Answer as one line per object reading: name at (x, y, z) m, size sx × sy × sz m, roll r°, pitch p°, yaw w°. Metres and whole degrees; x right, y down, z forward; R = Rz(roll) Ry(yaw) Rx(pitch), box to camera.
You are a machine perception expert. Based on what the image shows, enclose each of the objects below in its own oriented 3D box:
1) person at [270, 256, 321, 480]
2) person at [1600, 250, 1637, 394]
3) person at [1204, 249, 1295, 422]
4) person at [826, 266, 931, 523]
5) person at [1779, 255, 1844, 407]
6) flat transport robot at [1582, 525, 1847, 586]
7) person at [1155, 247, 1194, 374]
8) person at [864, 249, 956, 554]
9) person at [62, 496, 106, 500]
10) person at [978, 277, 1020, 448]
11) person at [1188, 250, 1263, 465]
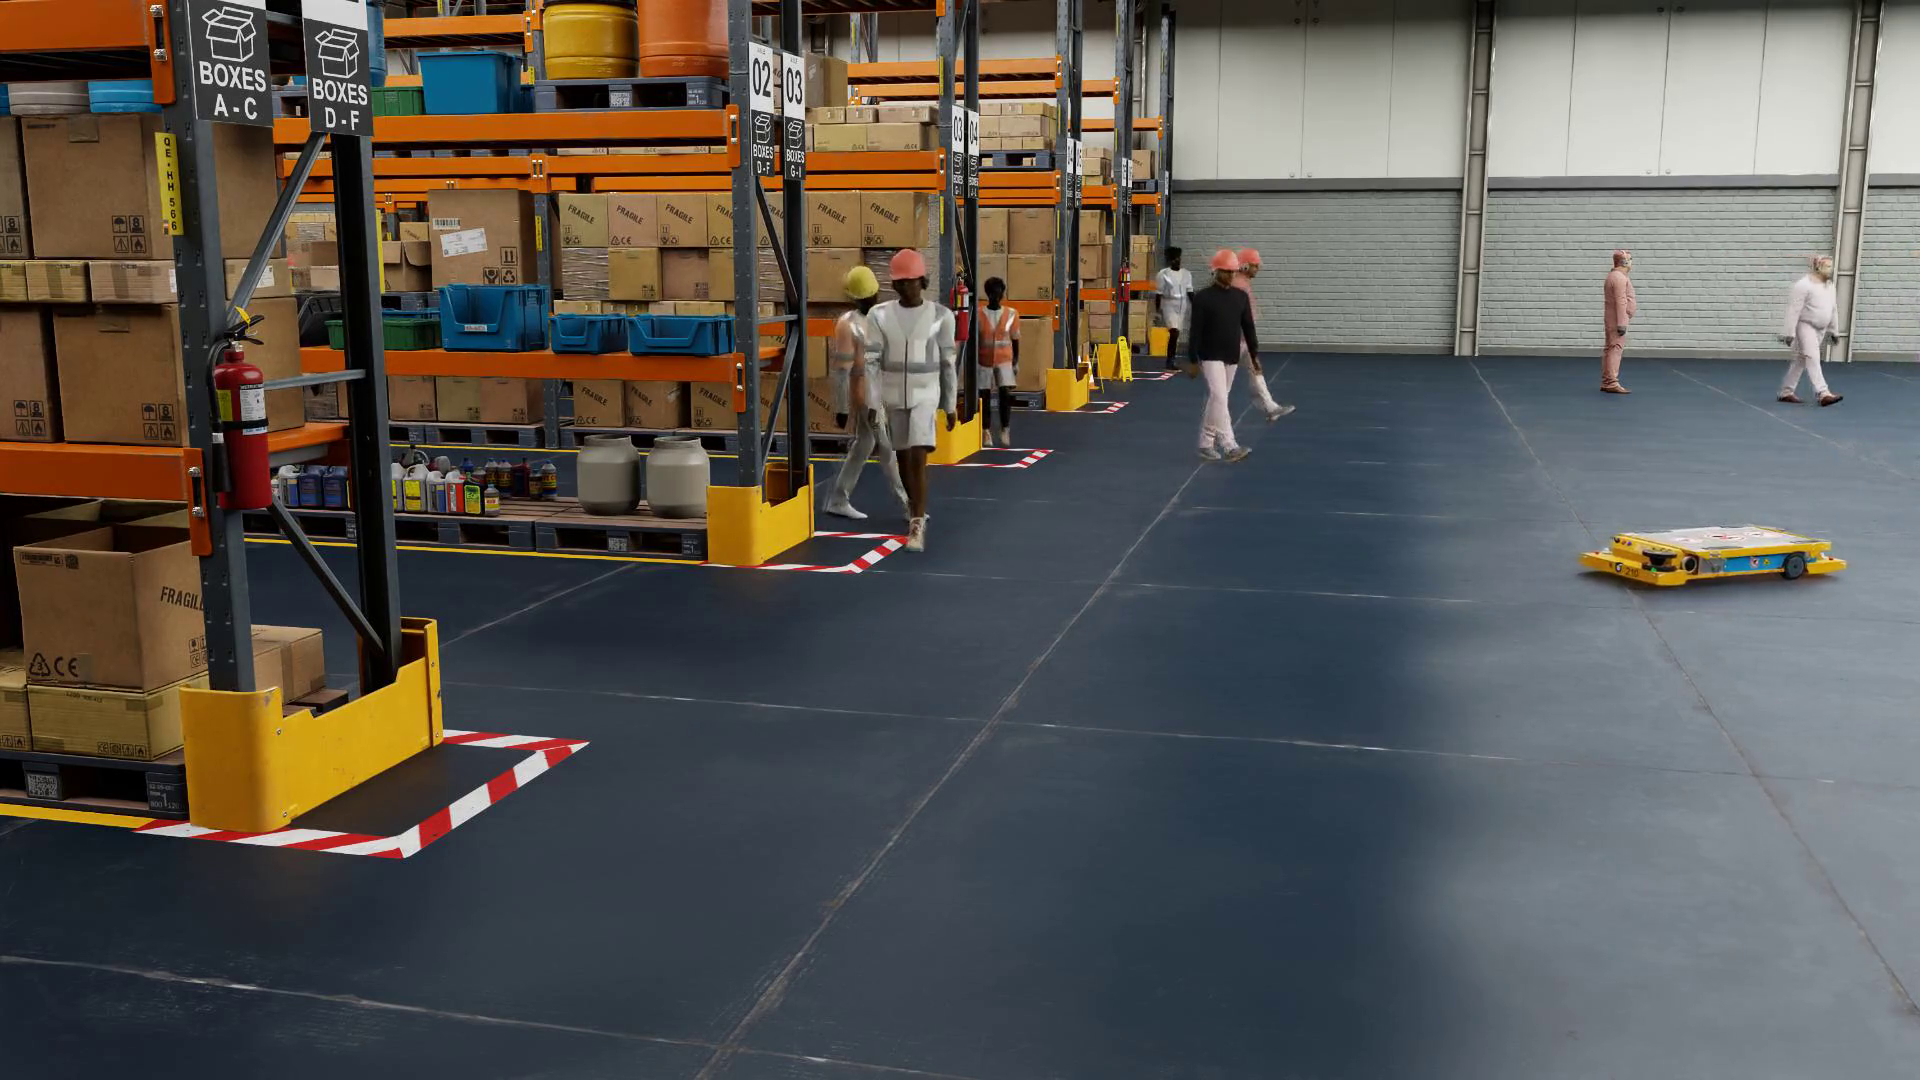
person at (-5.558, -1.394, 13.739) m, size 1.022 × 1.951 × 0.620 m, roll 3°, pitch 11°, yaw 18°
person at (8.834, -2.922, 22.286) m, size 0.409 × 1.913 × 0.646 m, roll 2°, pitch 10°, yaw 9°
person at (3.212, -2.258, 18.523) m, size 1.030 × 1.934 × 0.655 m, roll 2°, pitch 10°, yaw 13°
person at (-0.623, -1.027, 11.962) m, size 0.867 × 1.859 × 0.588 m, roll 4°, pitch 11°, yaw 21°
person at (10.598, -2.579, 20.562) m, size 0.665 × 1.849 × 1.014 m, roll -5°, pitch 12°, yaw -28°
flat transport robot at (4.625, 0.081, 10.195) m, size 1.431 × 0.197 × 0.652 m, roll -3°, pitch 11°, yaw -19°
person at (3.357, -3.520, 25.506) m, size 0.641 × 1.933 × 0.723 m, roll -6°, pitch 12°, yaw -32°
person at (-0.329, -0.963, 11.247) m, size 0.608 × 1.995 × 1.041 m, roll 2°, pitch 10°, yaw 9°
person at (-5.724, -0.802, 10.641) m, size 0.328 × 1.877 × 0.511 m, roll 2°, pitch 10°, yaw 9°
person at (0.324, -1.725, 16.285) m, size 0.544 × 1.683 × 0.538 m, roll 0°, pitch 10°, yaw -1°
person at (2.459, -1.659, 15.193) m, size 0.615 × 1.946 × 0.995 m, roll -6°, pitch 12°, yaw -30°
